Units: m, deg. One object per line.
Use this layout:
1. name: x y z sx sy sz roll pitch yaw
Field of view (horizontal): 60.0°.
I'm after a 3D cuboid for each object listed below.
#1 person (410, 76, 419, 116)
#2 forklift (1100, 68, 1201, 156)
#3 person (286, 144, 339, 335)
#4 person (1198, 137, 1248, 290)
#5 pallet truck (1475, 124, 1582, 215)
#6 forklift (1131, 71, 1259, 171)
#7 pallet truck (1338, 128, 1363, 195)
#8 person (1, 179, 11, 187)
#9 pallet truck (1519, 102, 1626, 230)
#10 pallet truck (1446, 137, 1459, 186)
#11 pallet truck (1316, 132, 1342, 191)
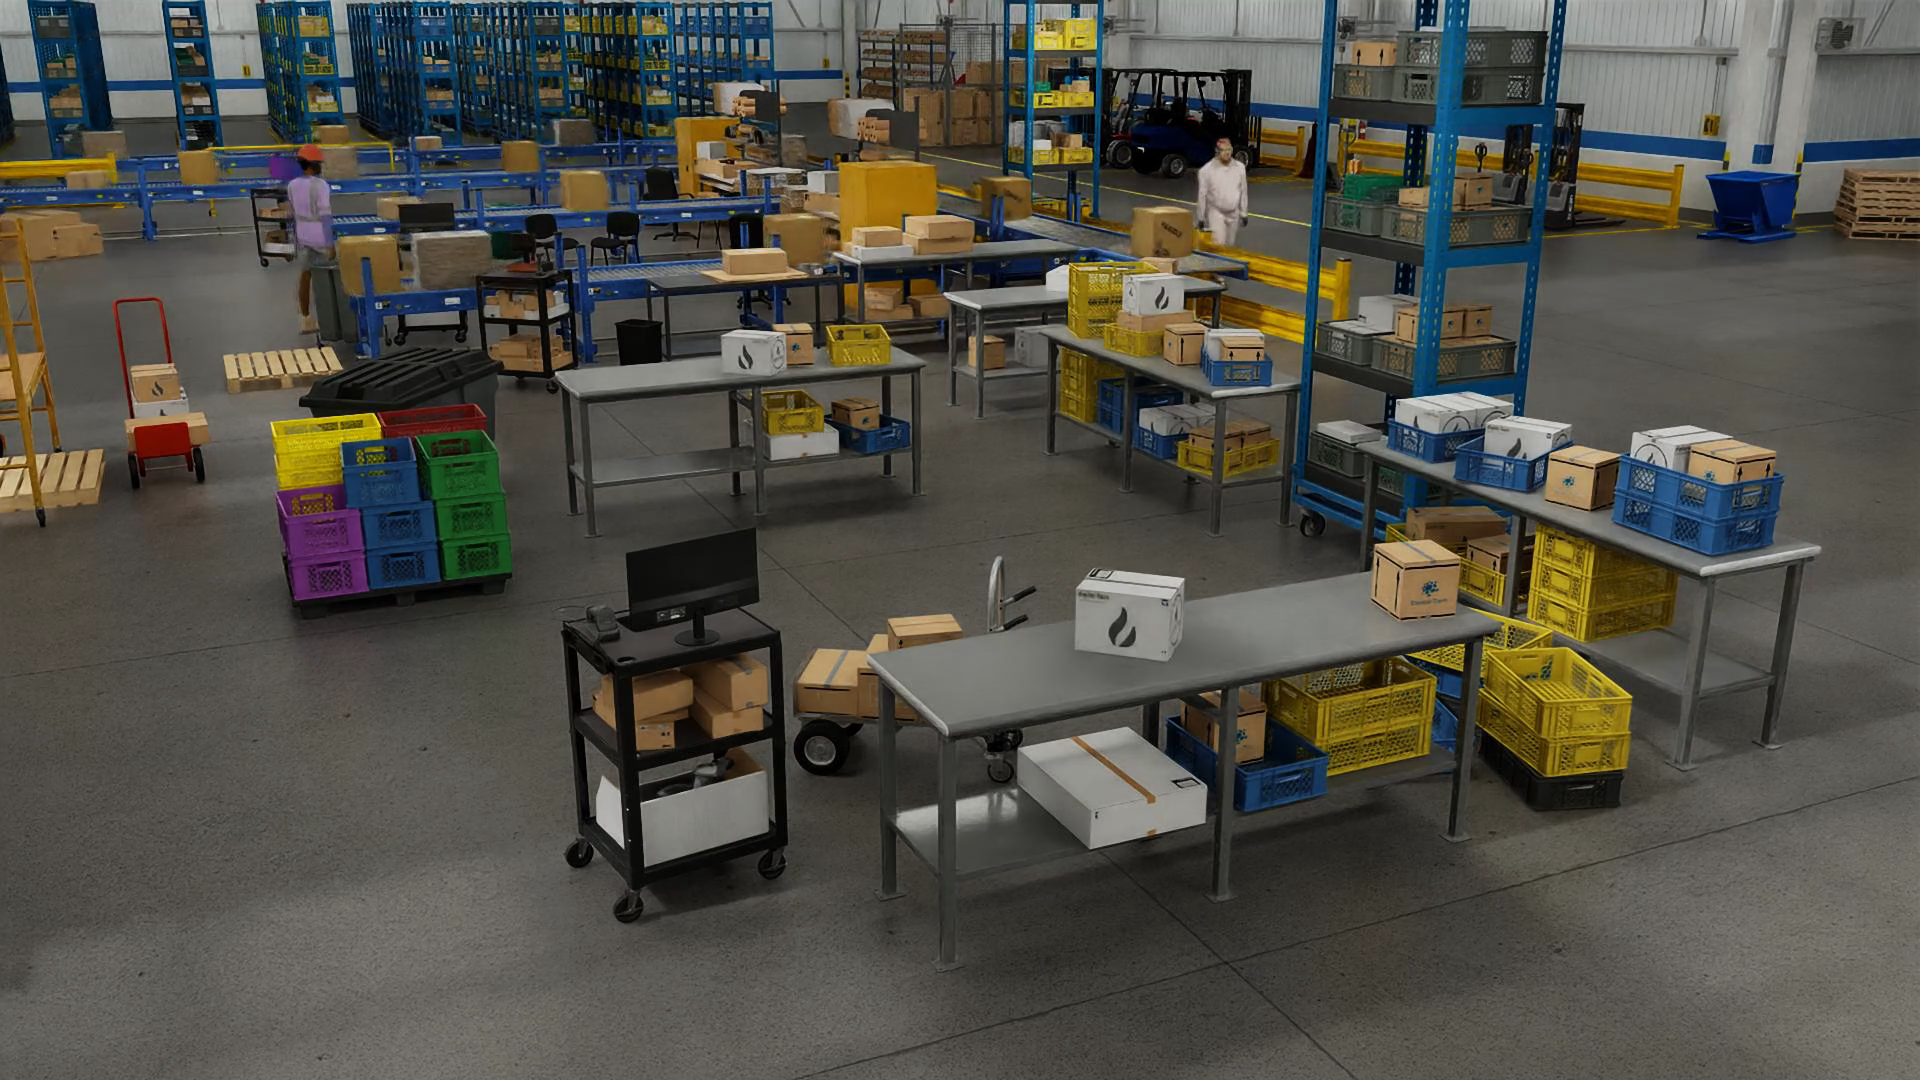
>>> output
1. person: -14.625 -11.711 44.933 0.796 1.817 0.604 -5 18 -14
2. forklift: 4.082 -9.564 37.410 2.680 1.987 1.157 -8 19 -23
3. person: -6.906 -3.283 18.100 0.635 2.000 0.983 8 19 24
4. person: 3.296 -4.157 21.067 0.635 1.873 0.832 -6 19 -19
5. pallet truck: 9.707 -6.455 28.103 1.885 1.965 0.823 -7 19 -20
6. forklift: 4.998 -8.936 35.413 2.680 1.987 1.157 -9 20 -25
7. pallet truck: 7.845 -7.140 31.411 1.522 1.261 0.704 -9 20 -25
8. person: -18.855 -7.696 32.120 0.573 1.930 0.613 -1 18 -2
9. pallet truck: 9.972 -6.037 26.785 1.885 1.965 0.823 -9 20 -25
10. pallet truck: 9.184 -6.485 29.328 1.630 1.274 0.653 -8 19 -23
11. pallet truck: 7.723 -7.504 32.656 1.601 1.201 0.680 -8 19 -23
